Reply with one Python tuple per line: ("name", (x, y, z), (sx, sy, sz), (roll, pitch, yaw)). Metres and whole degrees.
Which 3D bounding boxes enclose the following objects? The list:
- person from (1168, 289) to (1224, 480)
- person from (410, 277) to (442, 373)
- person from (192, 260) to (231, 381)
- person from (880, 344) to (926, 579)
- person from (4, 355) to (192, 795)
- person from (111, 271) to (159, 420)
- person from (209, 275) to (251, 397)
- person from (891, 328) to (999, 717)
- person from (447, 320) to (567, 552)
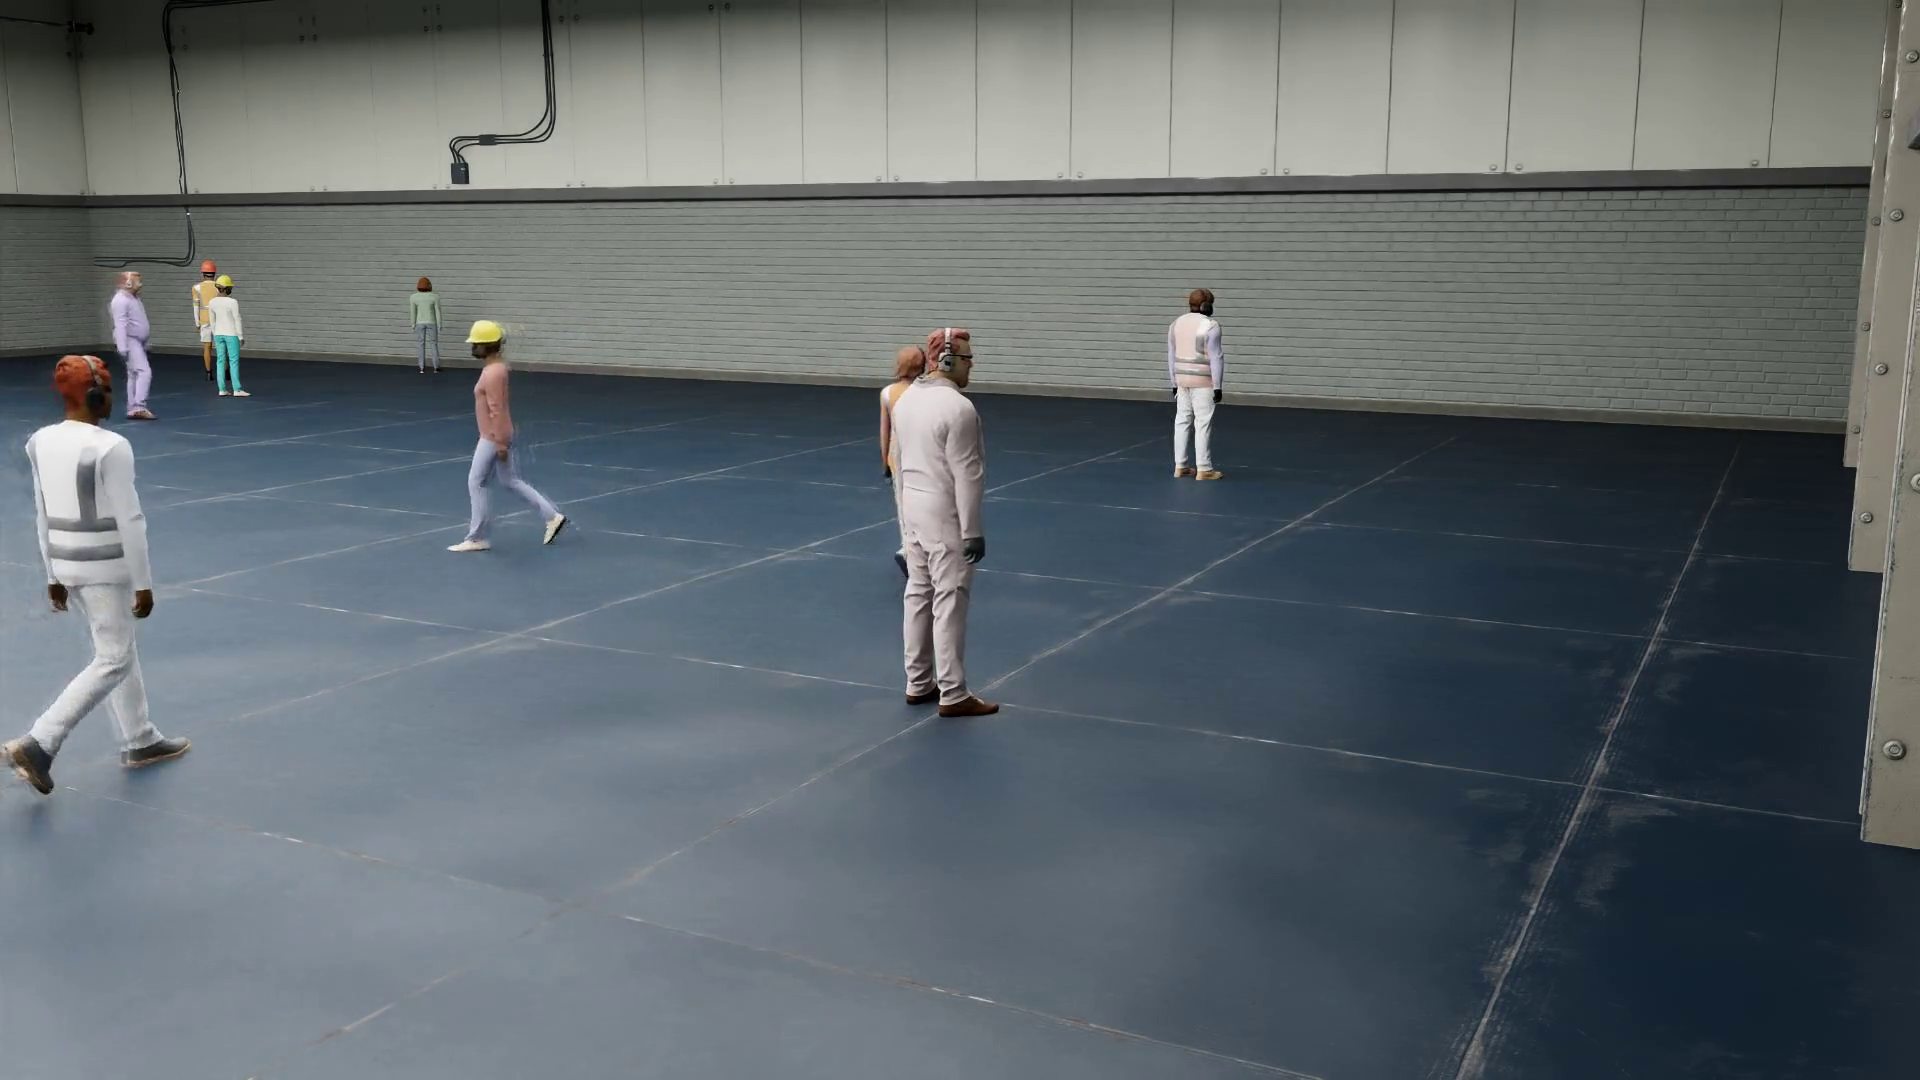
("person", (2.303, -1.502, 16.083), (0.429, 1.840, 0.632), (-9, 13, -39))
("person", (-9.153, -3.683, 28.538), (0.507, 1.631, 0.277), (-1, 10, -8))
("person", (-12.092, -3.542, 26.926), (0.551, 1.940, 0.345), (-3, 11, -16))
("person", (-0.321, -0.498, 11.165), (0.535, 1.622, 0.507), (6, 12, 29))
("person", (-3.720, 0.144, 7.071), (0.585, 1.857, 0.842), (5, 12, 27))
("person", (-10.418, -2.467, 21.178), (0.557, 1.891, 0.681), (-2, 11, -10))
("person", (-10.682, -2.967, 24.272), (0.524, 1.769, 0.308), (3, 11, 16))
("person", (-0.068, -0.088, 8.203), (0.401, 1.904, 0.641), (-6, 12, -31))
("person", (-3.412, -0.781, 12.435), (0.808, 1.734, 0.525), (-1, 10, -7))
